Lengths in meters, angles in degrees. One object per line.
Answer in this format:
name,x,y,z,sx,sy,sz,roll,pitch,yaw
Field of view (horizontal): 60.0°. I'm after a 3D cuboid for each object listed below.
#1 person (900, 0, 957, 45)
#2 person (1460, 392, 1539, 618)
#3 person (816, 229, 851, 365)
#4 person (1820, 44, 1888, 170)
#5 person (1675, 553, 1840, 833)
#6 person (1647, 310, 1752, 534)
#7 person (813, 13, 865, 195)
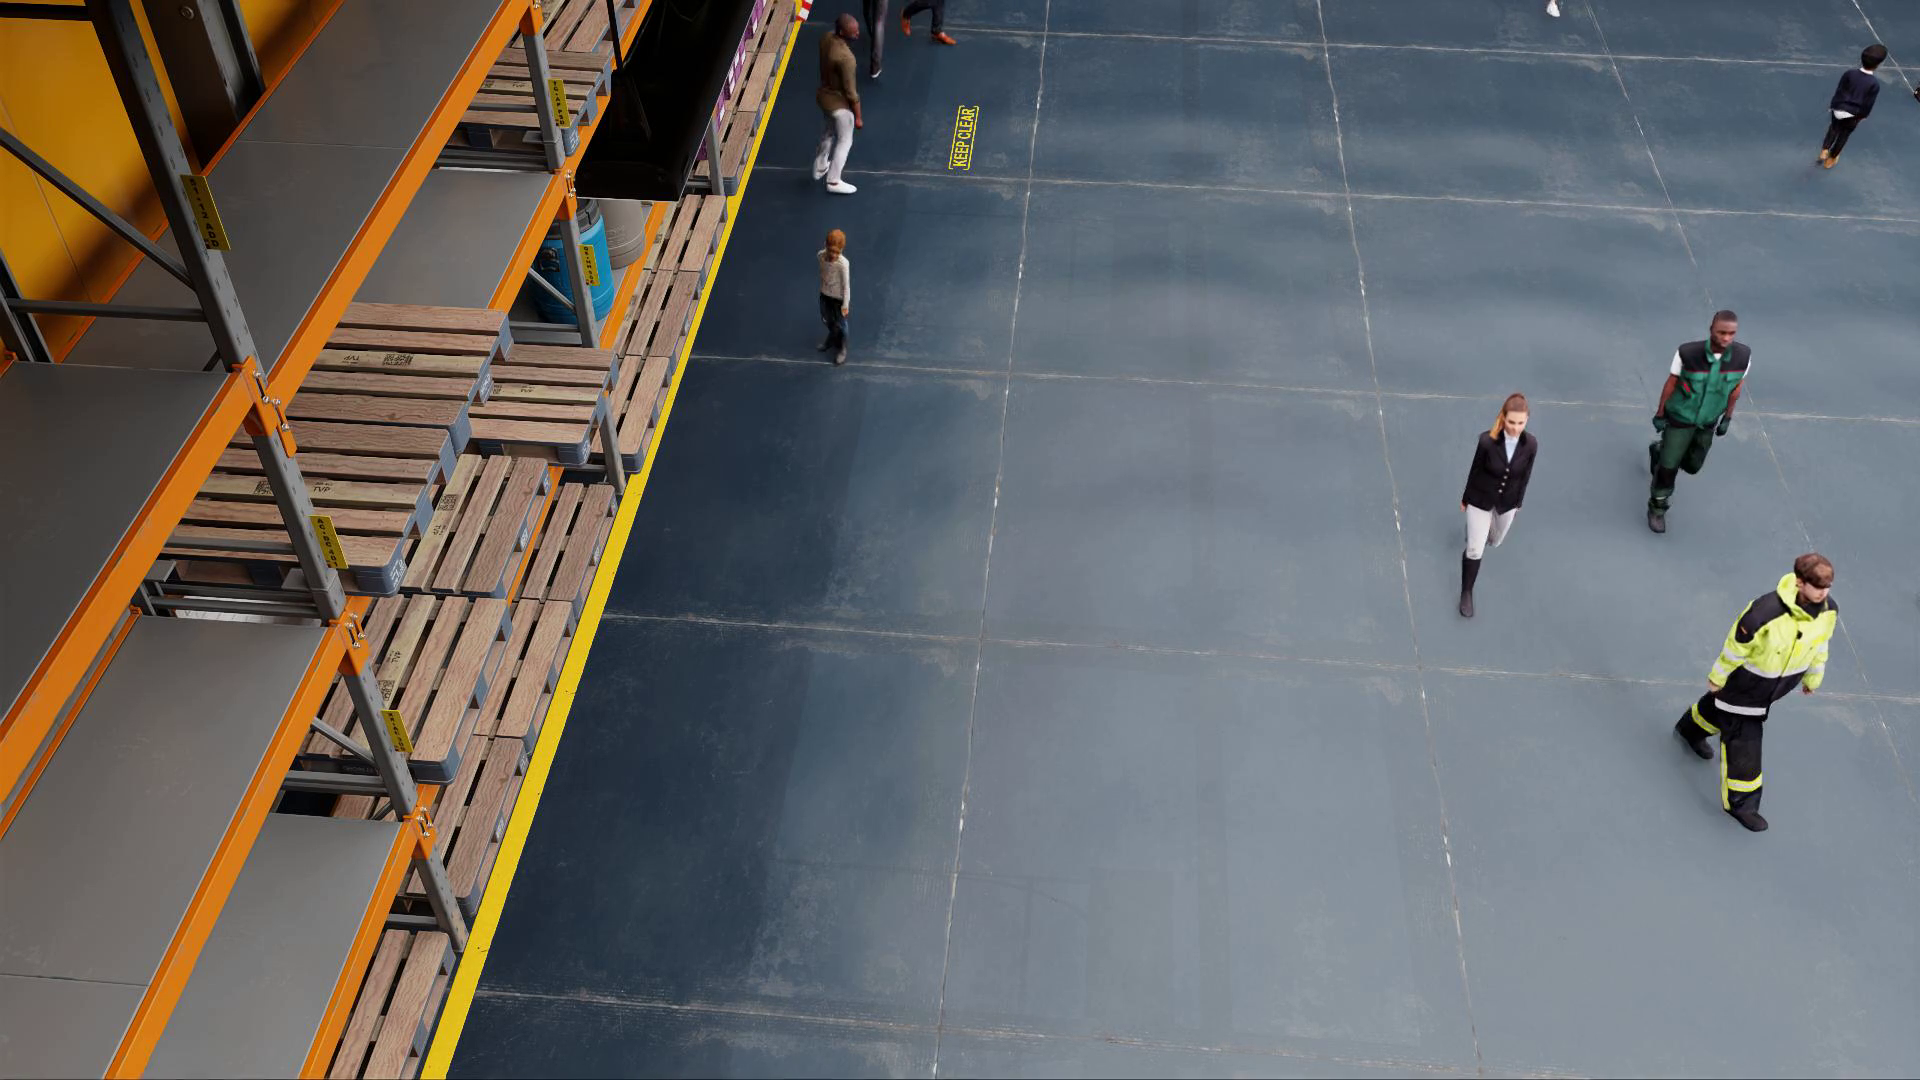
person,-0.366,-6.043,17.280,0.977,1.806,0.952,25,49,24
person,3.607,-0.295,11.314,0.564,1.712,0.980,5,44,5
person,-0.995,-1.988,13.395,0.680,1.293,0.654,-32,52,-29
person,8.338,-4.048,15.613,0.592,1.217,0.639,34,53,30
person,4.783,0.745,10.063,1.100,1.932,1.338,-13,45,-13
person,5.220,-0.930,11.900,0.705,1.824,0.977,2,44,2
person,-1.152,-3.955,15.104,1.008,1.784,0.839,-30,51,-28
